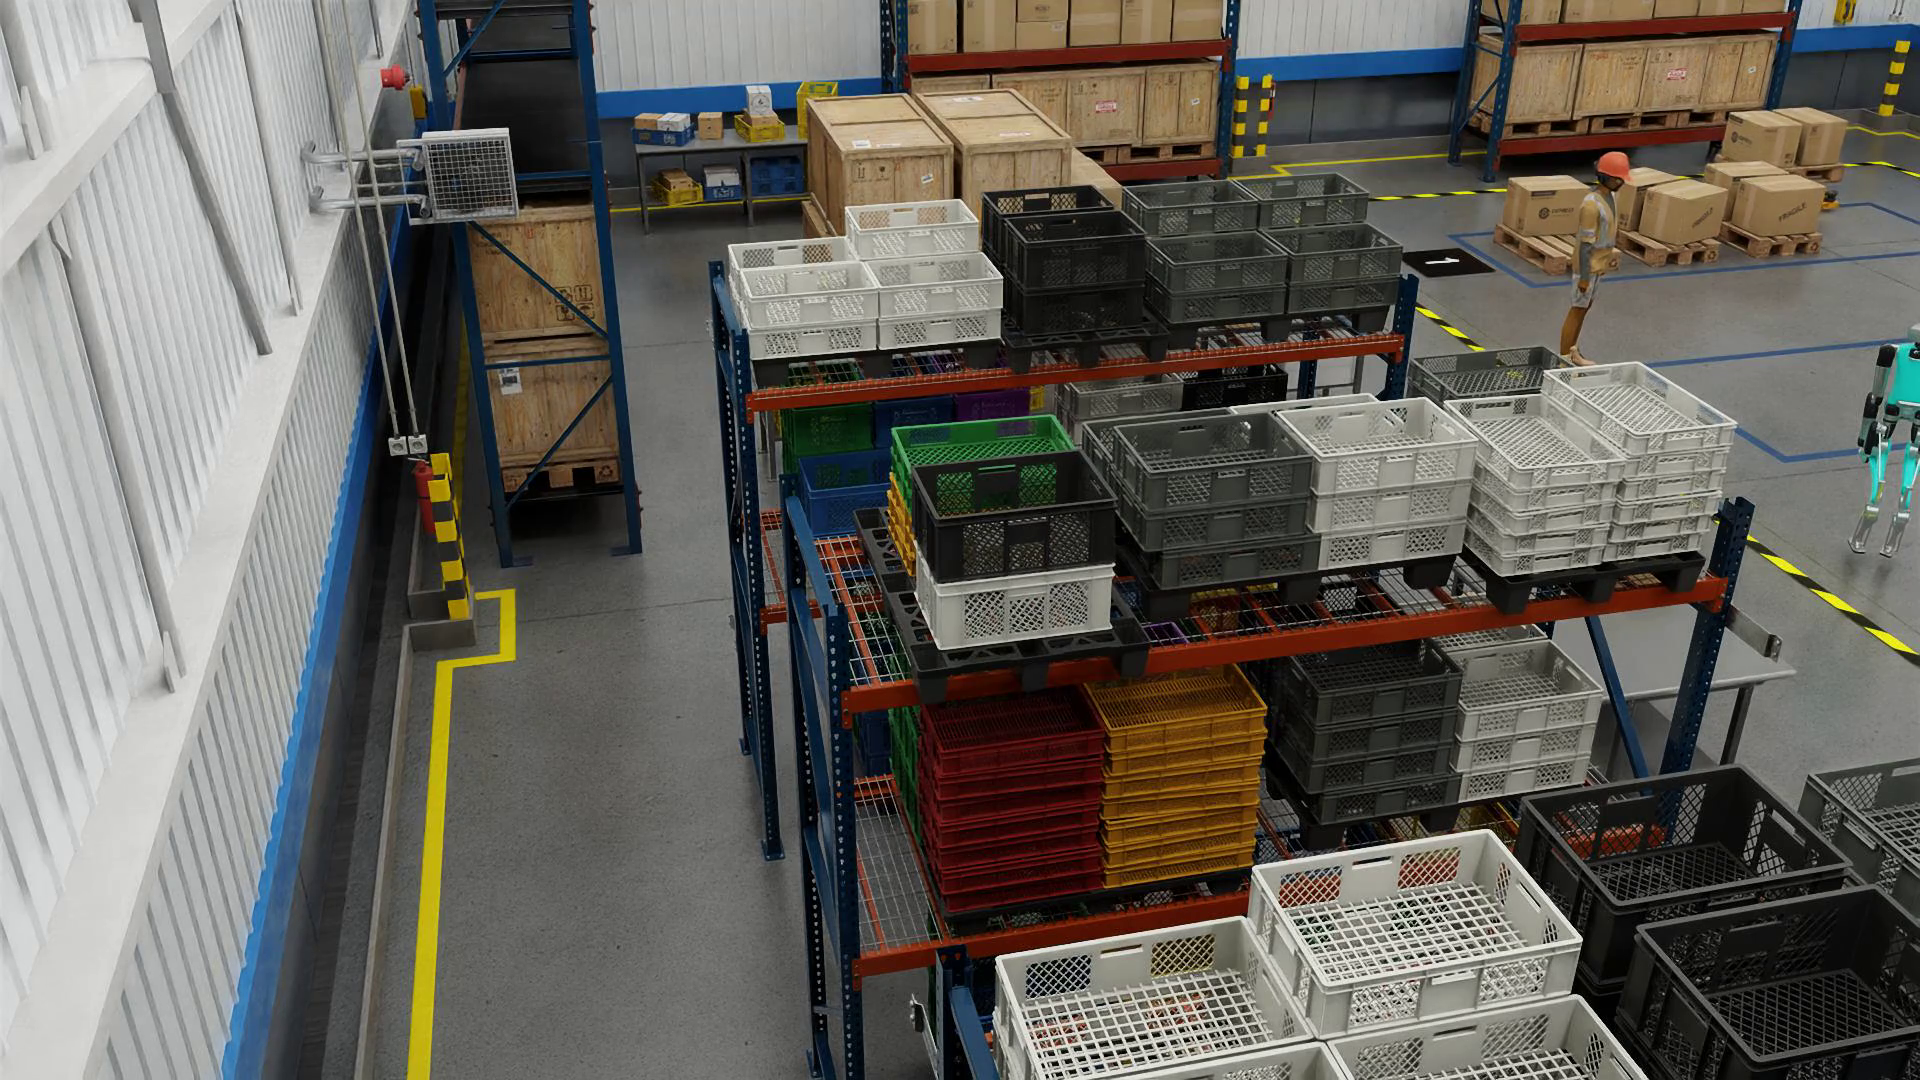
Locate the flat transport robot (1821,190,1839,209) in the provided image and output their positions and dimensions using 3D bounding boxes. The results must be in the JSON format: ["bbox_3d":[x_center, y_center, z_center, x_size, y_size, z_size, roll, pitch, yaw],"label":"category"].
[{"bbox_3d":[9.899,-4.294,20.164,0.652,0.197,1.431,-6,28,-12],"label":"flat transport robot"}]

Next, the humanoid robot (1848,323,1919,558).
[{"bbox_3d":[6.515,-0.633,11.534,0.533,1.672,0.735,13,31,24],"label":"humanoid robot"}]

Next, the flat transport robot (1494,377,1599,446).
[{"bbox_3d":[4.780,-1.036,14.013,0.659,0.231,1.431,-6,28,-12],"label":"flat transport robot"}]

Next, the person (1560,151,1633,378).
[{"bbox_3d":[5.625,-2.438,14.773,0.370,2.043,0.607,16,32,28],"label":"person"}]
